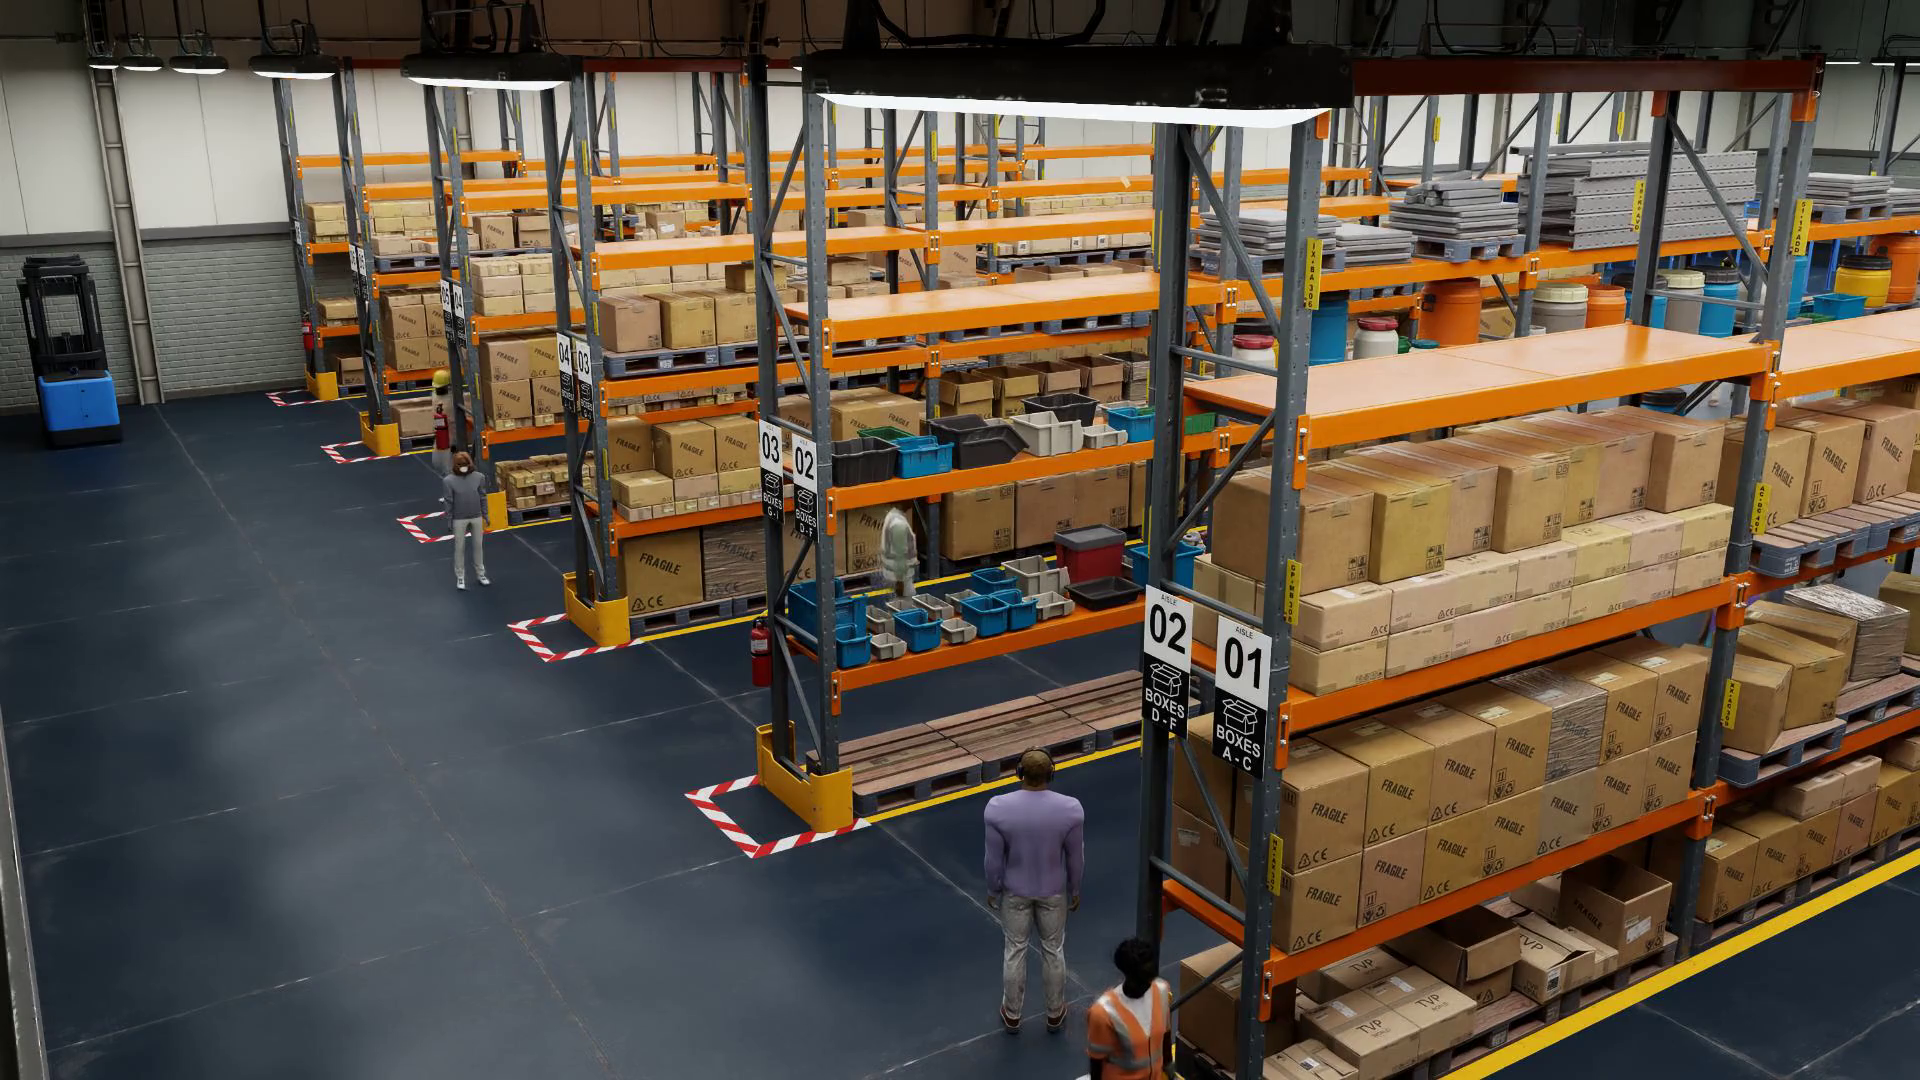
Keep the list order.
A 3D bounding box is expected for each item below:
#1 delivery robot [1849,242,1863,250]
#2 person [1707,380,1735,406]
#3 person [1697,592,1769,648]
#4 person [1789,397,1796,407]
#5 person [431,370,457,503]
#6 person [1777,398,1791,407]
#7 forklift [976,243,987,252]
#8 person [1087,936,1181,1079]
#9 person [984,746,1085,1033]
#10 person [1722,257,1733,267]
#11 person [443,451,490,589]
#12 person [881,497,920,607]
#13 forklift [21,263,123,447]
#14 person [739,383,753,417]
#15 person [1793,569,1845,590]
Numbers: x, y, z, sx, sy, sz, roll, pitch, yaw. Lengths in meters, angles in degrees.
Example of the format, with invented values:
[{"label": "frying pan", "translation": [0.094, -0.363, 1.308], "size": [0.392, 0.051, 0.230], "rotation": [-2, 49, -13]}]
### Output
[{"label": "delivery robot", "translation": [27.788, -9.062, 48.651], "size": [0.335, 0.223, 0.698], "rotation": [-5, 18, -16]}, {"label": "person", "translation": [13.765, -3.403, 28.235], "size": [0.802, 1.968, 0.622], "rotation": [-16, 23, -41]}, {"label": "person", "translation": [7.005, 0.896, 14.362], "size": [0.428, 1.844, 0.615], "rotation": [-6, 18, -20]}, {"label": "person", "translation": [13.337, -2.500, 25.525], "size": [0.563, 1.820, 0.627], "rotation": [1, 17, 3]}, {"label": "person", "translation": [-7.155, -1.448, 21.961], "size": [0.629, 1.888, 0.416], "rotation": [13, 21, 35]}, {"label": "person", "translation": [11.699, -1.550, 22.756], "size": [0.657, 1.611, 0.587], "rotation": [2, 17, 8]}, {"label": "forklift", "translation": [0.988, -5.474, 34.718], "size": [1.214, 2.155, 2.313], "rotation": [-10, 20, -31]}, {"label": "person", "translation": [0.903, 2.828, 8.280], "size": [0.574, 1.695, 0.384], "rotation": [-13, 21, -35]}, {"label": "person", "translation": [0.464, 2.194, 9.937], "size": [0.631, 1.939, 0.369], "rotation": [0, 17, 0]}, {"label": "person", "translation": [16.628, -5.223, 34.365], "size": [0.510, 1.877, 0.329], "rotation": [7, 18, 22]}, {"label": "person", "translation": [-5.754, -0.244, 18.447], "size": [0.507, 1.631, 0.275], "rotation": [-10, 20, -31]}, {"label": "person", "translation": [-0.611, 0.324, 16.071], "size": [0.448, 1.933, 0.638], "rotation": [-1, 17, -3]}, {"label": "forklift", "translation": [-14.518, -3.079, 25.708], "size": [1.129, 2.768, 1.873], "rotation": [-10, 20, -31]}, {"label": "person", "translation": [-3.260, -2.253, 24.652], "size": [0.573, 1.868, 0.581], "rotation": [-13, 21, -36]}, {"label": "person", "translation": [9.120, 0.173, 16.735], "size": [0.403, 1.837, 0.590], "rotation": [-12, 20, -33]}]
